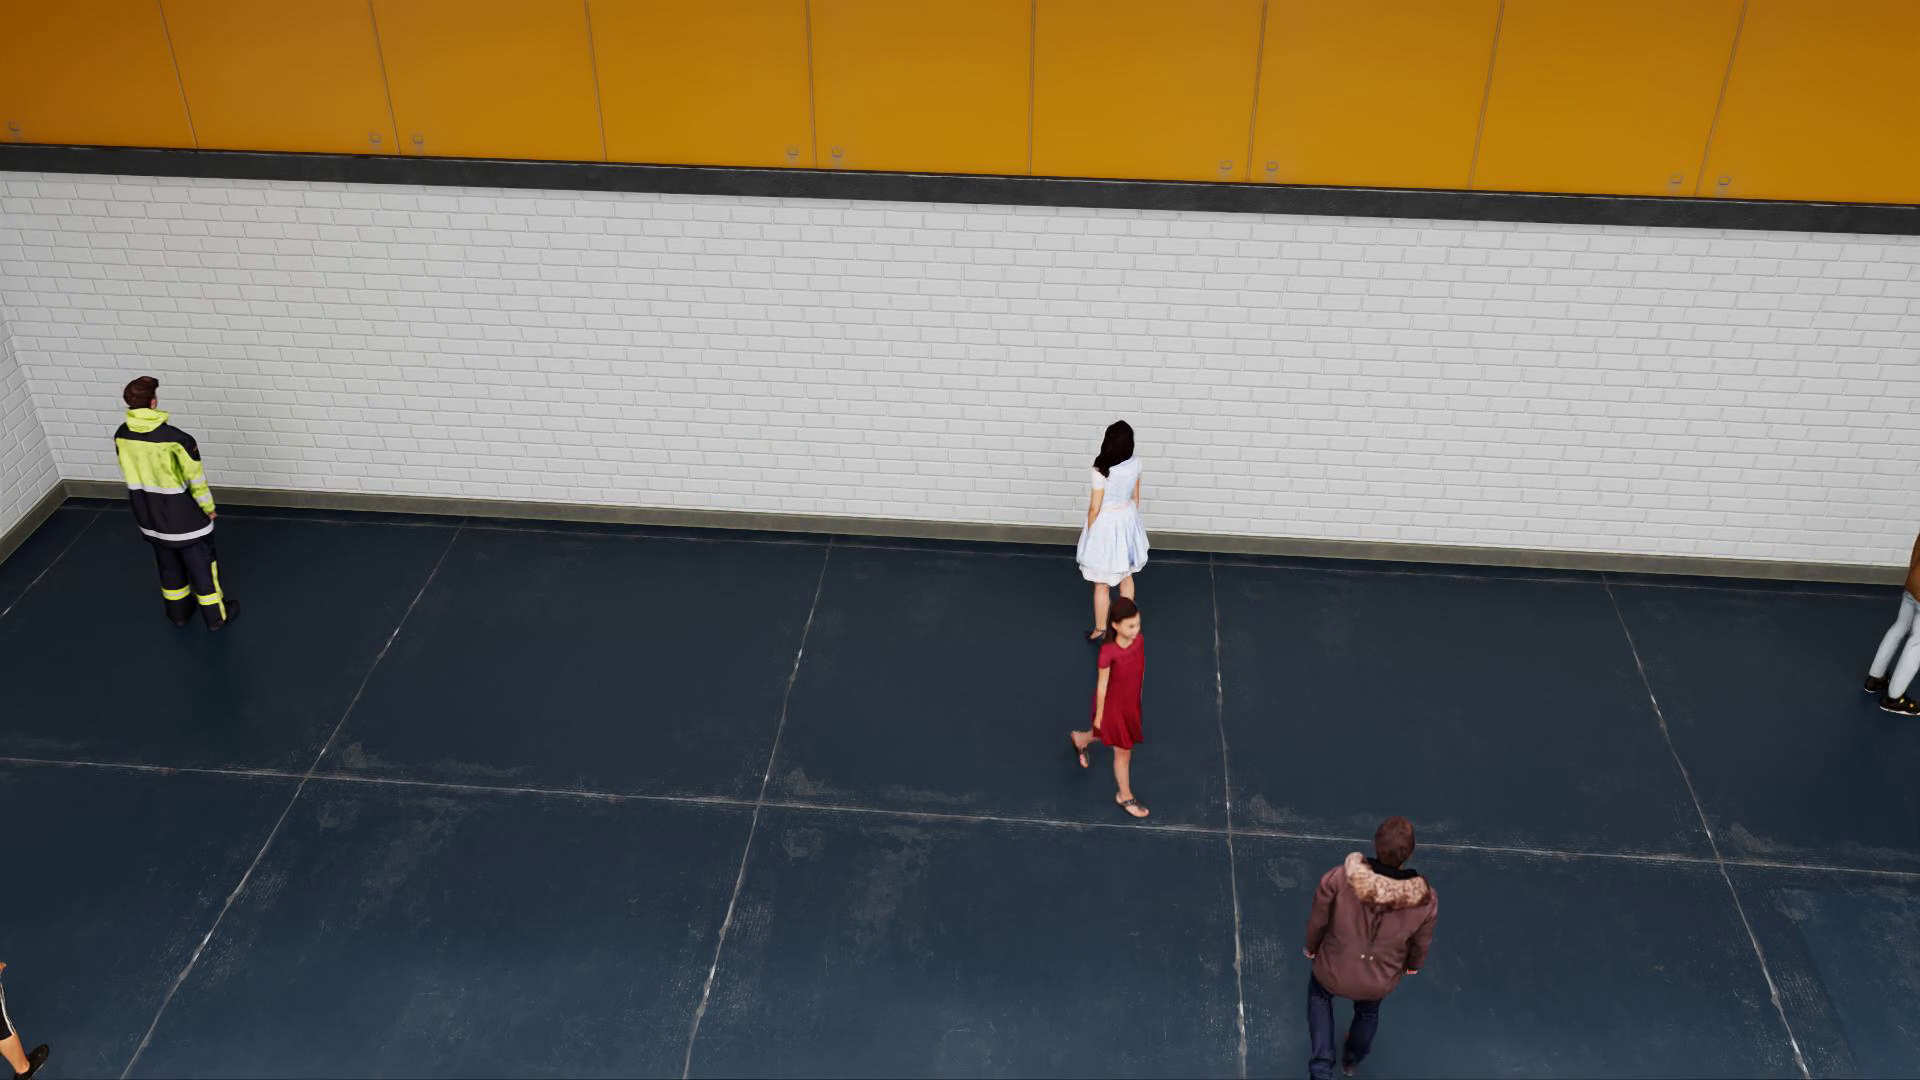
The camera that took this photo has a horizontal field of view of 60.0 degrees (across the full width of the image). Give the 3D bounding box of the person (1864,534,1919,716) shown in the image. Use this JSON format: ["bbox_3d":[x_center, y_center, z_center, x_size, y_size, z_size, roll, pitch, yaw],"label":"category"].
[{"bbox_3d":[6.467,0.335,11.085,0.733,1.815,0.505,-2,34,-2],"label":"person"}]

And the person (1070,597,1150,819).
[{"bbox_3d":[0.938,0.978,10.373,0.947,1.533,0.977,-28,42,-35],"label":"person"}]

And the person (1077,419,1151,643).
[{"bbox_3d":[1.075,-0.038,11.643,0.845,1.818,0.892,-15,37,-22],"label":"person"}]

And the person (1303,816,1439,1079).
[{"bbox_3d":[2.000,2.146,8.343,0.822,1.834,0.909,7,34,10],"label":"person"}]

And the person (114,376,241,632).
[{"bbox_3d":[-5.611,-0.254,11.824,0.772,1.978,0.651,5,34,8],"label":"person"}]
